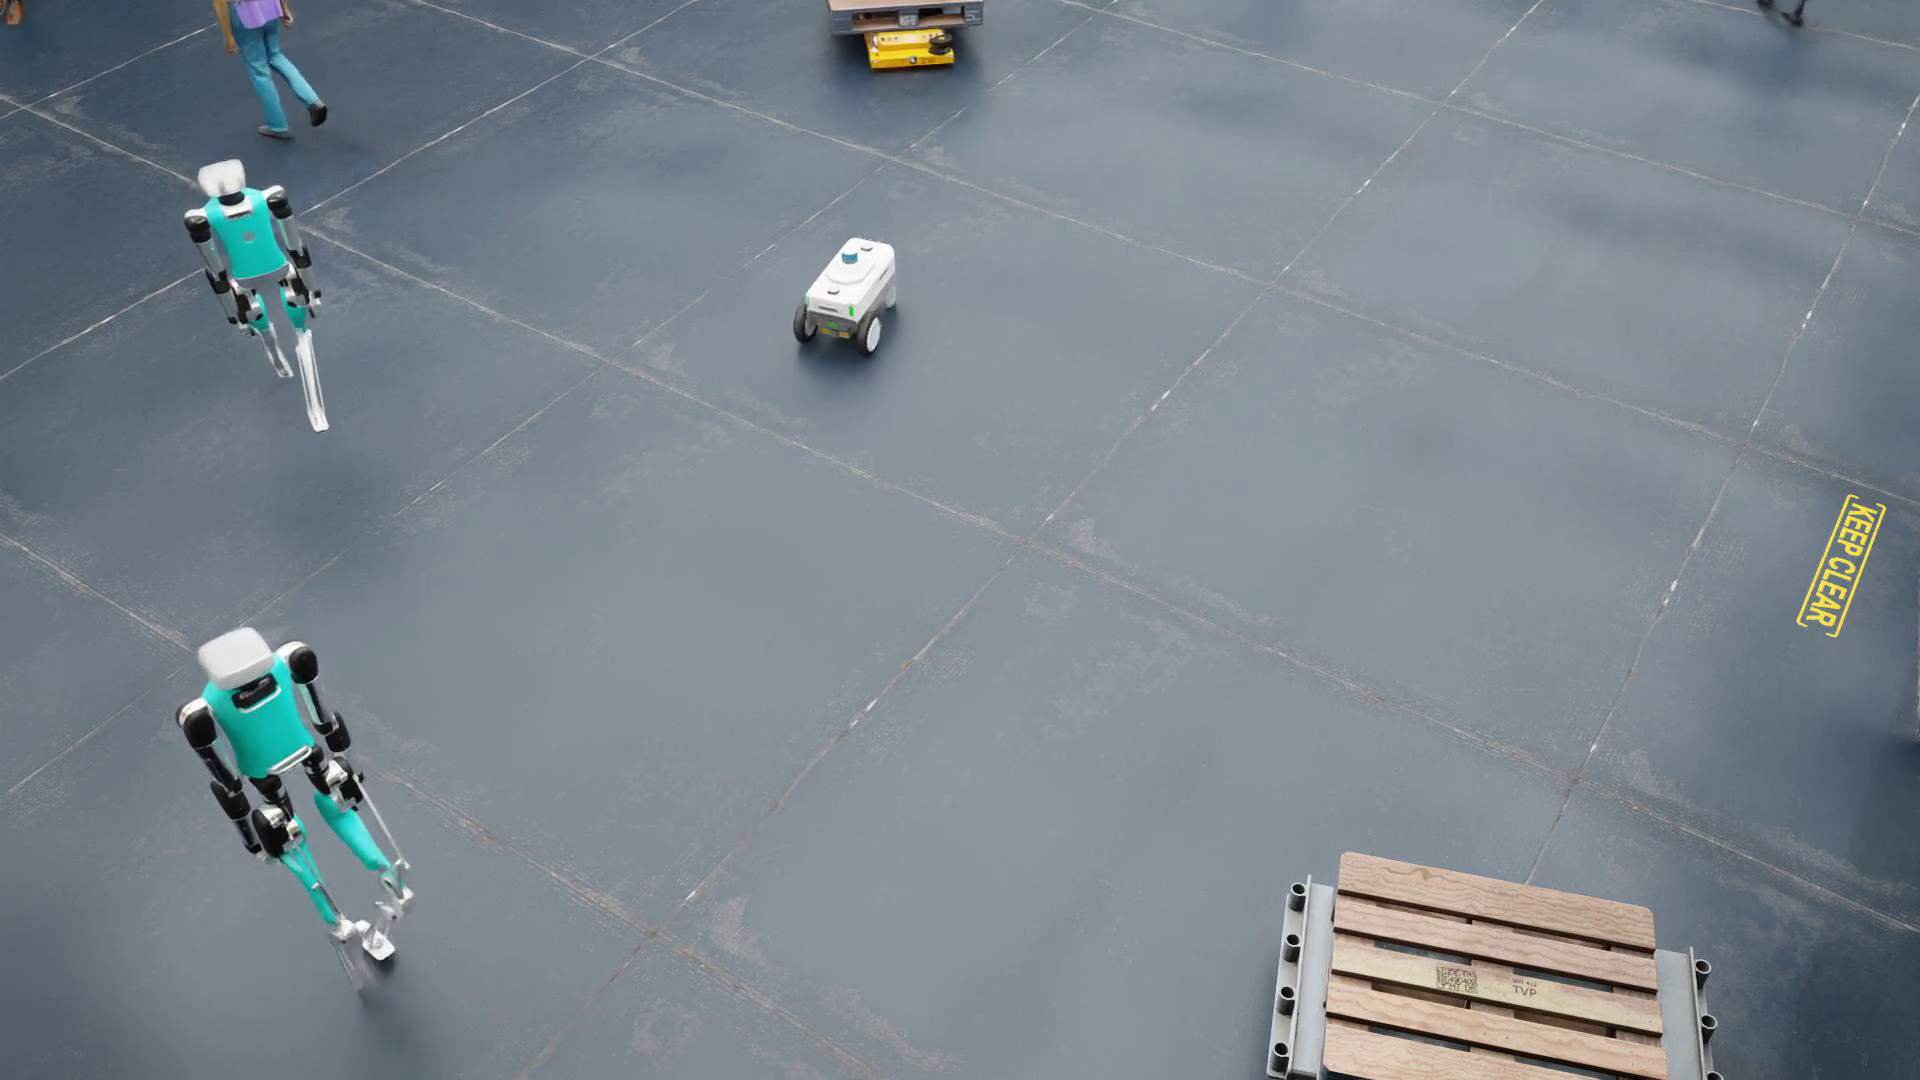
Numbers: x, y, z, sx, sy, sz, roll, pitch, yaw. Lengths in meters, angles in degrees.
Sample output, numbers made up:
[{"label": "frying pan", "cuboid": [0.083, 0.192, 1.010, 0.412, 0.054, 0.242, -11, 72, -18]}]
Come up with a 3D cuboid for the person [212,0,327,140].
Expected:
[{"label": "person", "cuboid": [-4.940, -3.660, 11.701, 0.486, 1.834, 0.563, 18, 45, 19]}]

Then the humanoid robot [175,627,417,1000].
[{"label": "humanoid robot", "cuboid": [-2.436, 1.169, 6.451, 0.712, 1.895, 0.536, 31, 50, 30]}]

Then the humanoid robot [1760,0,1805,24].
[{"label": "humanoid robot", "cuboid": [6.908, -5.065, 13.408, 0.612, 1.633, 0.715, -1, 42, -1]}]

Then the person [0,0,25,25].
[{"label": "person", "cuboid": [-7.856, -5.016, 13.194, 0.517, 1.863, 0.431, -3, 42, -4]}]

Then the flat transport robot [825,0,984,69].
[{"label": "flat transport robot", "cuboid": [-0.481, -4.247, 13.532, 0.659, 0.231, 1.431, -6, 42, -7]}]

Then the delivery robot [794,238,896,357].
[{"label": "delivery robot", "cuboid": [-0.674, -1.534, 10.280, 0.499, 0.592, 0.795, 14, 44, 15]}]

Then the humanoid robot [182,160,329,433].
[{"label": "humanoid robot", "cuboid": [-3.918, -1.443, 9.325, 0.571, 1.798, 0.946, -20, 46, -21]}]
